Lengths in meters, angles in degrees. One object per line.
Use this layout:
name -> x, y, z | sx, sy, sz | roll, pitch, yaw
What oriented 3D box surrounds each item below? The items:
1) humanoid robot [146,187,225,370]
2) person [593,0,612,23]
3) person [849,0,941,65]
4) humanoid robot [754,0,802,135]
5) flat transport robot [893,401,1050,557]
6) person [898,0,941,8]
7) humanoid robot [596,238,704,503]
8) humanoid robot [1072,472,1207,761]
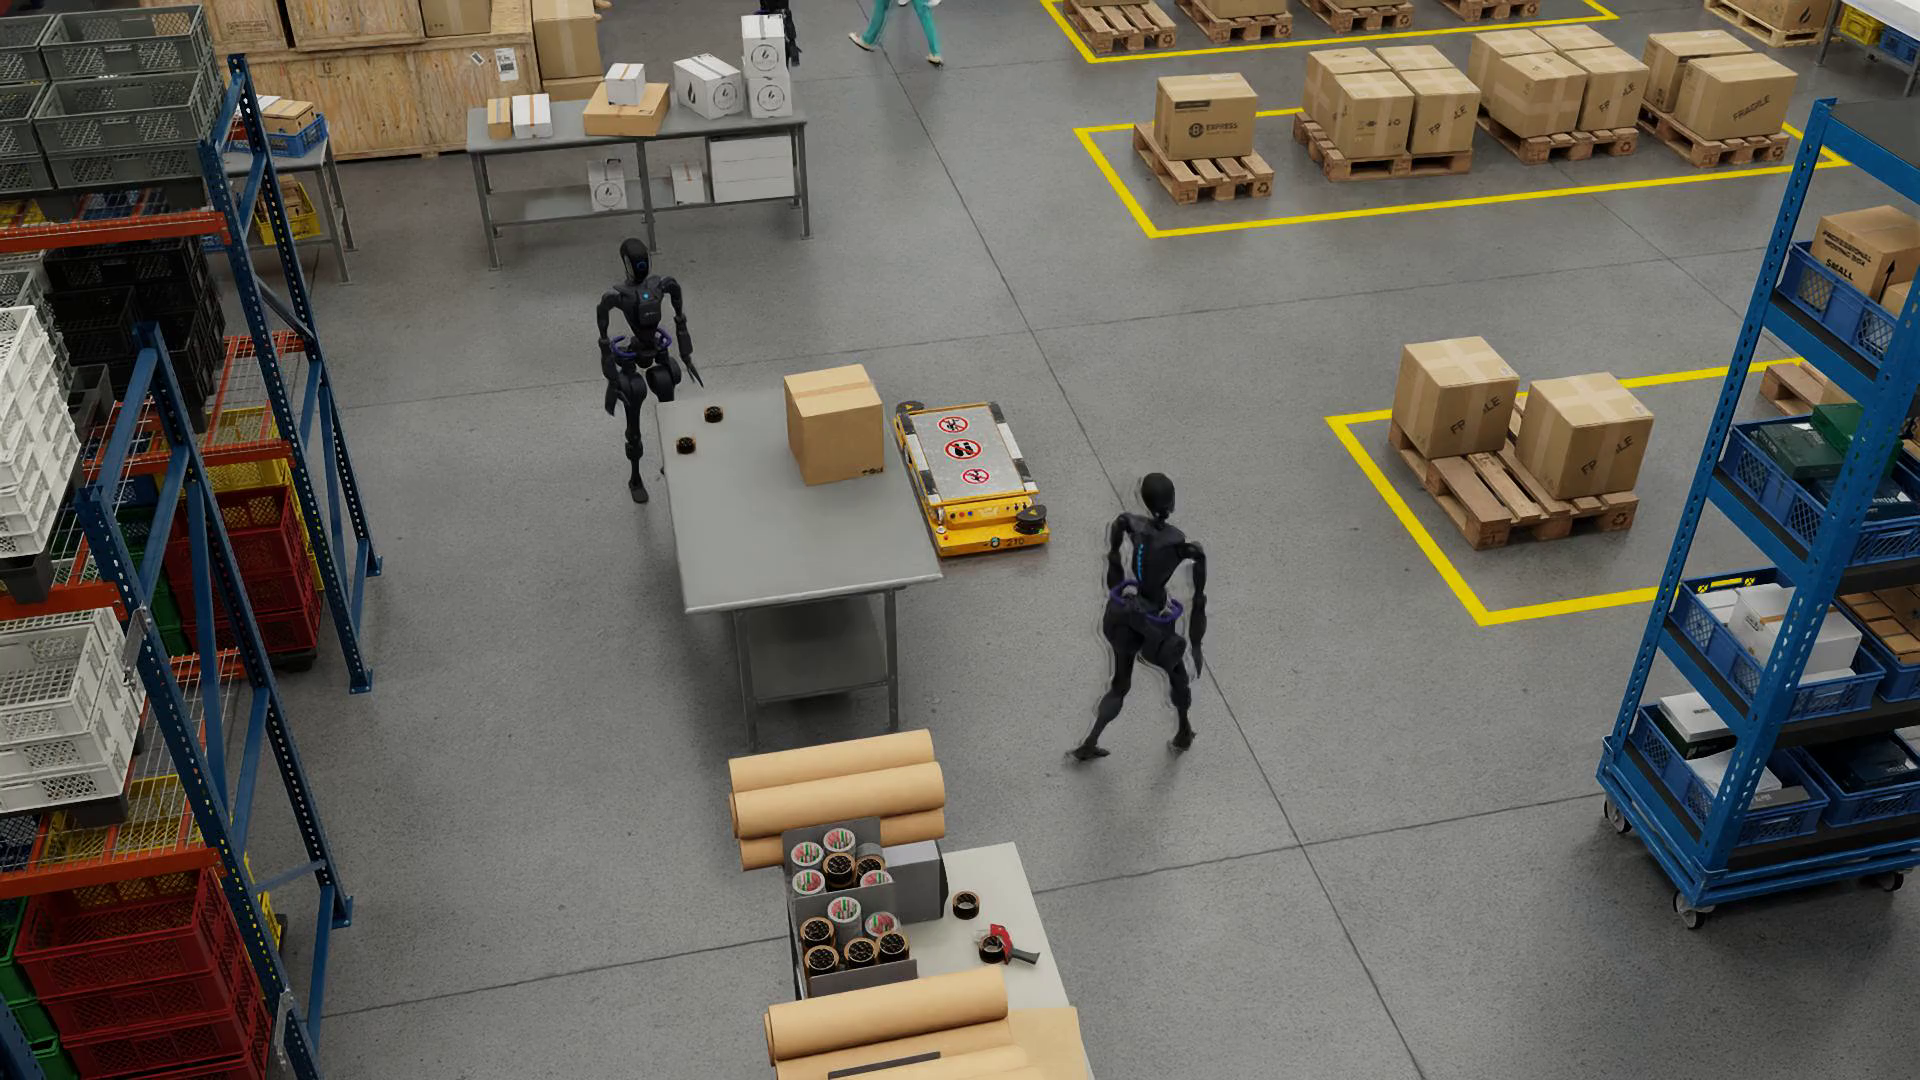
humanoid robot -> -5.074, -1.856, 10.880 | 0.434, 1.623, 0.654 | -17, 40, -21
person -> -3.740, -6.179, 16.375 | 0.538, 2.000, 0.682 | 4, 37, 5
person -> -0.599, -5.311, 15.517 | 1.046, 1.660, 0.535 | 28, 45, 32
humanoid robot -> -1.550, -4.296, 14.134 | 0.328, 1.657, 0.601 | -19, 41, -24
flat transport robot -> 0.046, -0.430, 10.108 | 0.652, 0.197, 1.431 | -8, 37, -10
person -> -0.458, -6.305, 16.638 | 0.586, 1.927, 0.364 | 15, 39, 19
humanoid robot -> -1.815, -0.992, 9.694 | 0.599, 1.657, 0.331 | -22, 42, -27
humanoid robot -> 0.880, 0.399, 7.892 | 0.601, 1.638, 0.666 | 25, 44, 30
